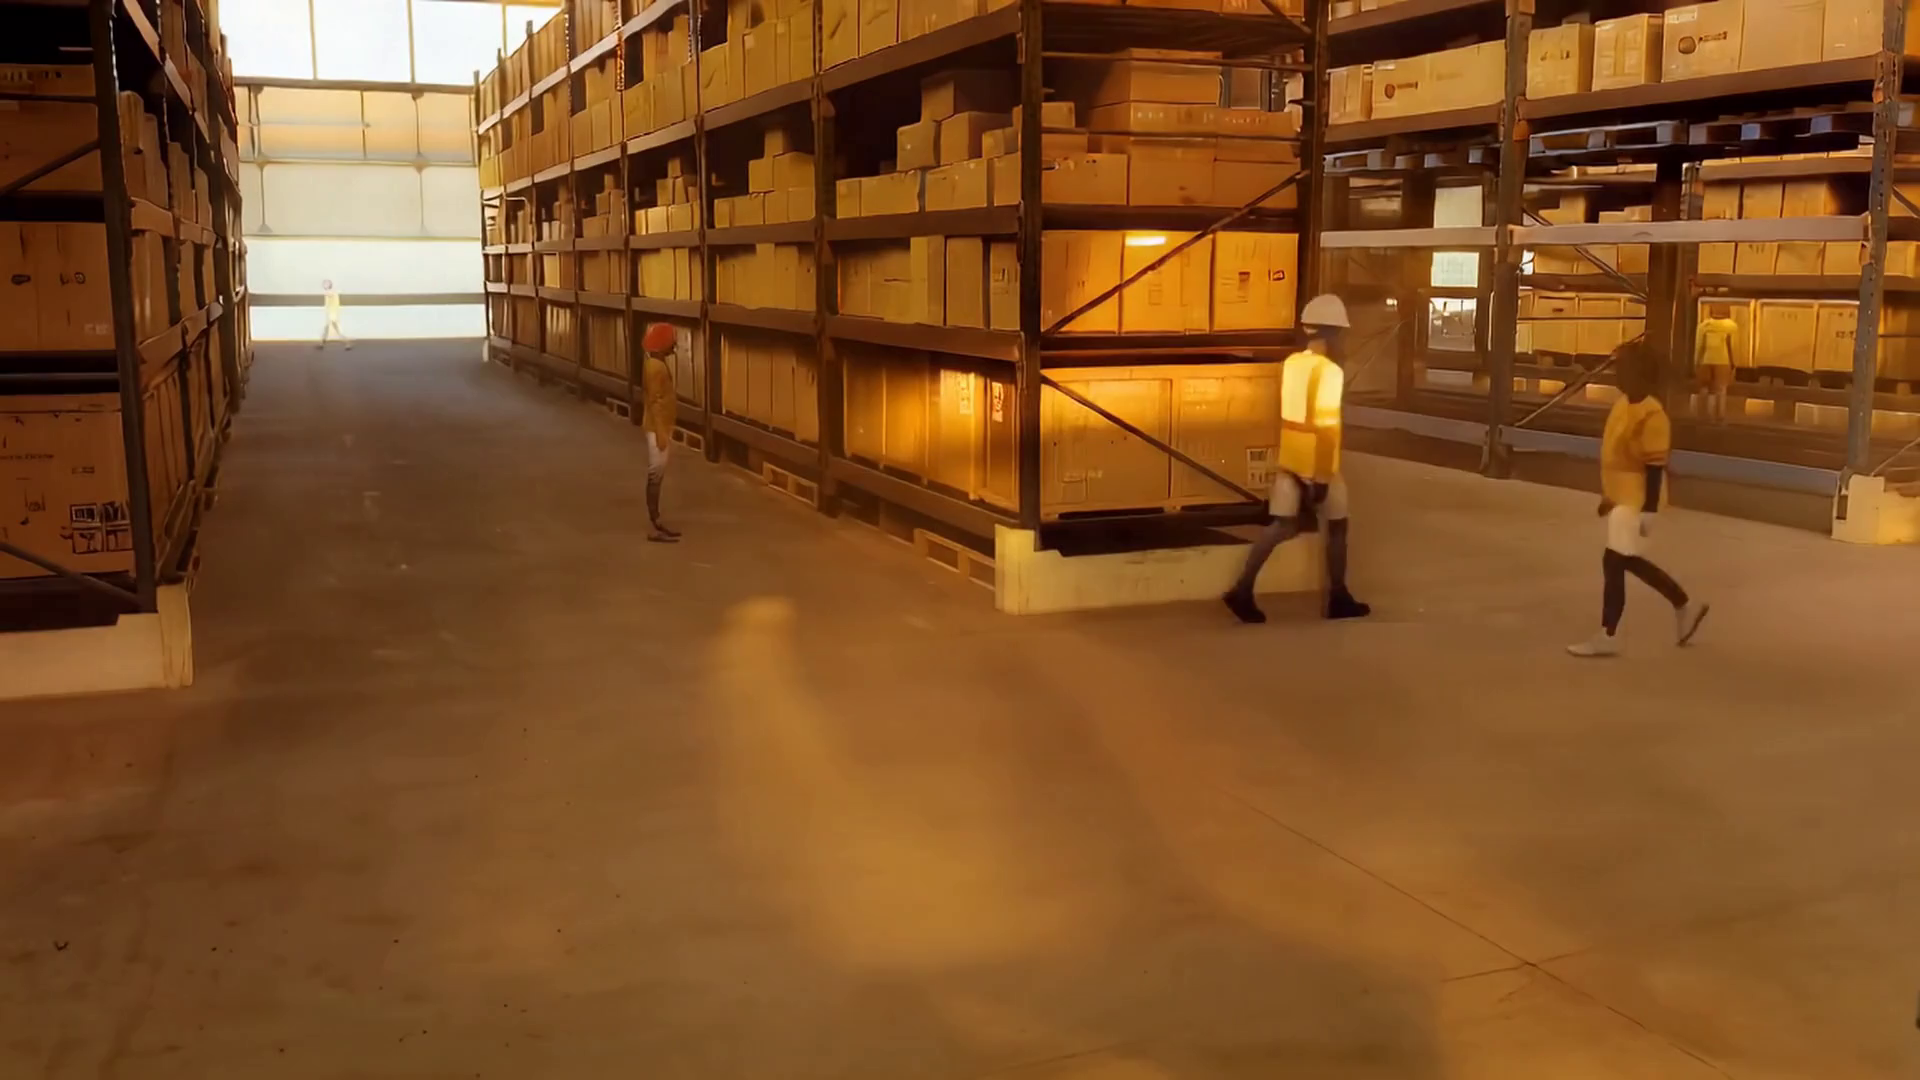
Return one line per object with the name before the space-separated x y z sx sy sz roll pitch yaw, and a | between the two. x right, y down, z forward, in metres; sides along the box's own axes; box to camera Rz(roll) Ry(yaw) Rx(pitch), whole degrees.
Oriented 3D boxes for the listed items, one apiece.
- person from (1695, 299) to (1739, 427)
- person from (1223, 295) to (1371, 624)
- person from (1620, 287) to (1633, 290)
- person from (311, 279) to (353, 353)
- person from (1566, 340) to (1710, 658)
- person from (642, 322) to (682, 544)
person | 9.187 -2.106 20.203 0.277 1.633 0.507 -9 13 -44
person | 1.947 -0.450 9.512 0.949 1.900 0.540 -5 11 -27
person | 14.147 -4.726 34.948 0.611 1.963 0.824 -8 12 -39
person | -14.484 -5.166 38.330 0.916 1.709 0.571 0 9 -3
person | 3.599 -0.211 8.705 0.713 1.677 0.530 1 10 4
person | -2.211 -0.790 12.319 0.271 1.632 0.503 -1 10 -5
